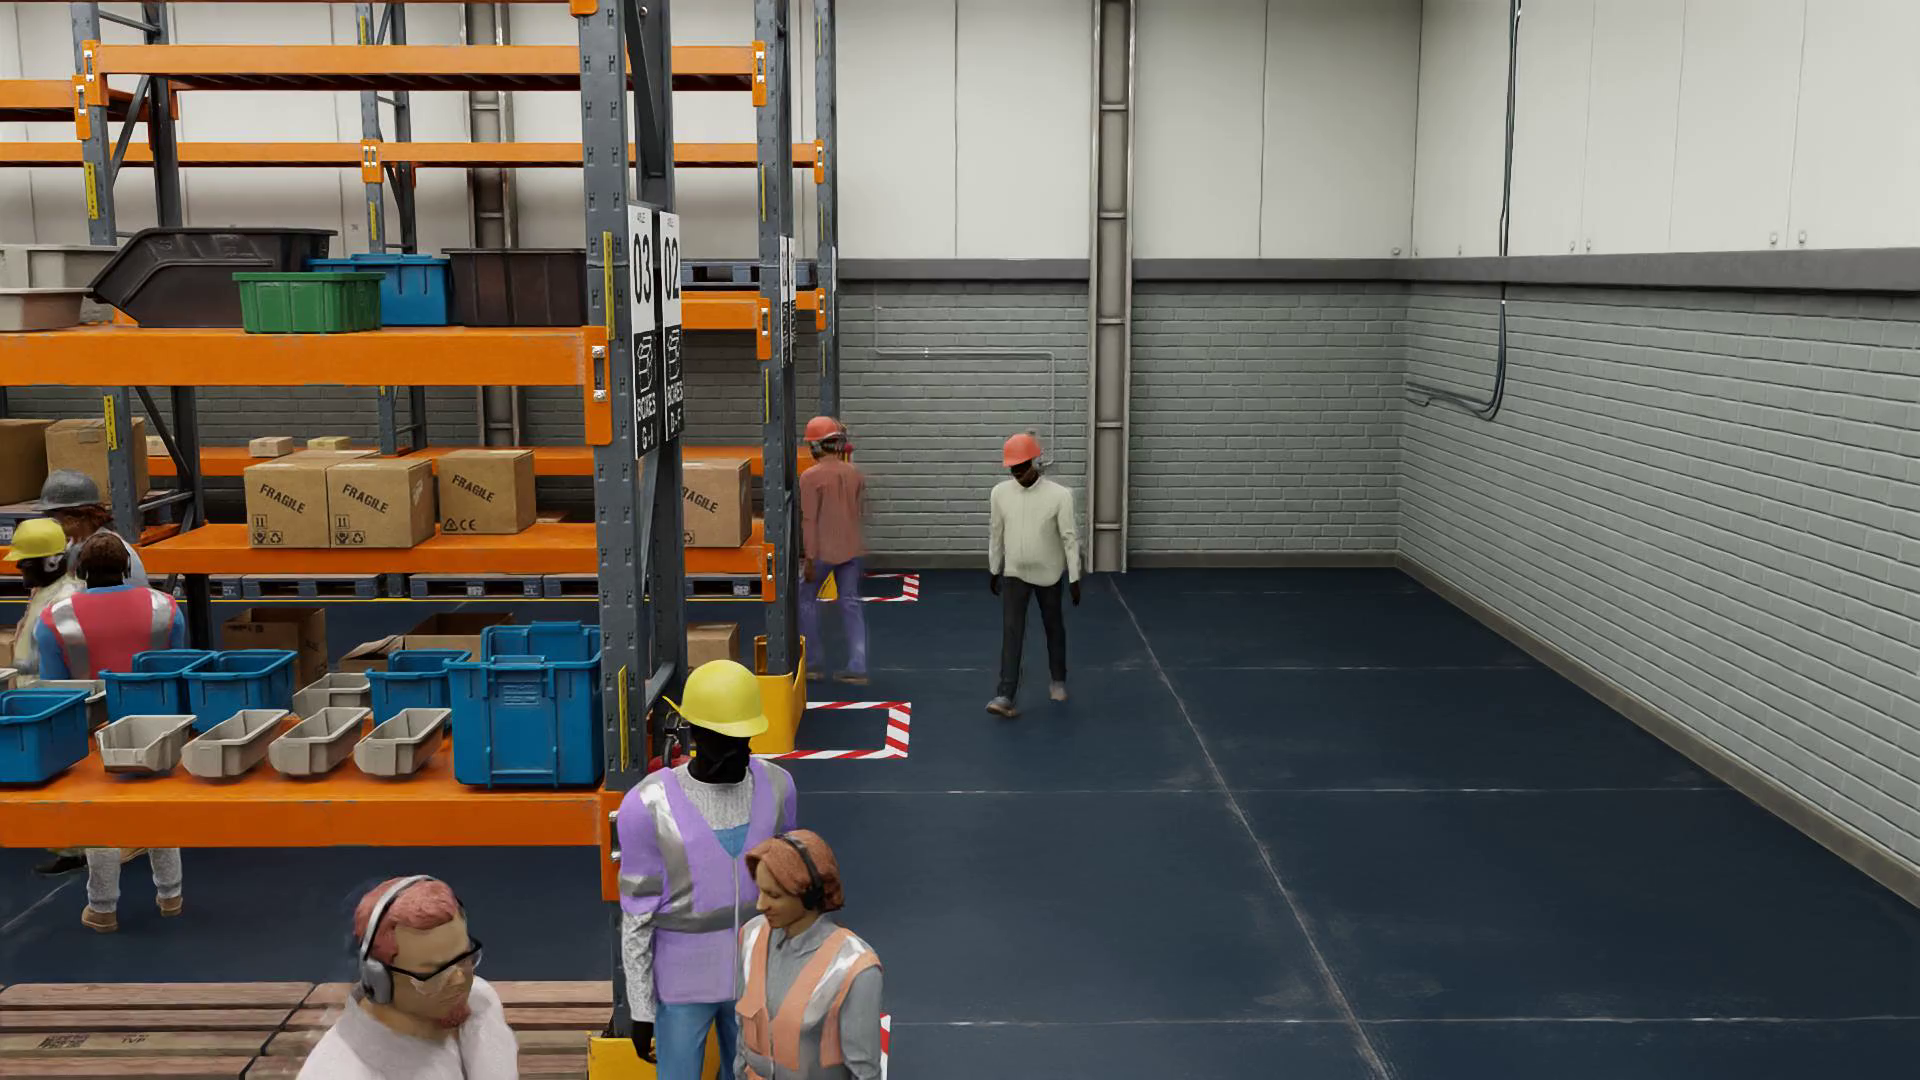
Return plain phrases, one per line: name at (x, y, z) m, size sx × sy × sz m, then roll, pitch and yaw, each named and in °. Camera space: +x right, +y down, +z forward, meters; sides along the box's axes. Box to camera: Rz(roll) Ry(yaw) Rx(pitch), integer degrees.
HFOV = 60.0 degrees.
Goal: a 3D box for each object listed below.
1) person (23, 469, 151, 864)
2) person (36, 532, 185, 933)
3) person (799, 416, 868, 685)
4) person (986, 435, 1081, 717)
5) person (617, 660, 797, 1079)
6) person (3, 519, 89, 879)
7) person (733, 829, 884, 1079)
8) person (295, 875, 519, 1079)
person at (-4.472, 0.644, 8.475) m, size 0.688 × 2.000 × 0.536 m, roll 5°, pitch 11°, yaw 30°
person at (-3.886, 0.875, 7.669) m, size 0.636 × 1.842 × 0.429 m, roll -8°, pitch 12°, yaw -40°
person at (-0.992, 0.080, 12.175) m, size 0.778 × 1.959 × 0.696 m, roll 8°, pitch 12°, yaw 40°
person at (0.497, 0.232, 11.403) m, size 0.697 × 1.921 × 1.053 m, roll 3°, pitch 10°, yaw 18°
person at (-0.710, 1.286, 4.929) m, size 0.590 × 1.918 × 0.395 m, roll -7°, pitch 11°, yaw -36°
person at (-4.493, 0.783, 8.319) m, size 0.405 × 1.809 × 0.617 m, roll -7°, pitch 11°, yaw -35°
person at (-0.387, 1.531, 4.296) m, size 0.526 × 1.632 × 0.311 m, roll 8°, pitch 12°, yaw 41°
person at (-1.133, 1.559, 3.386) m, size 0.791 × 1.879 × 0.653 m, roll 2°, pitch 10°, yaw 15°
